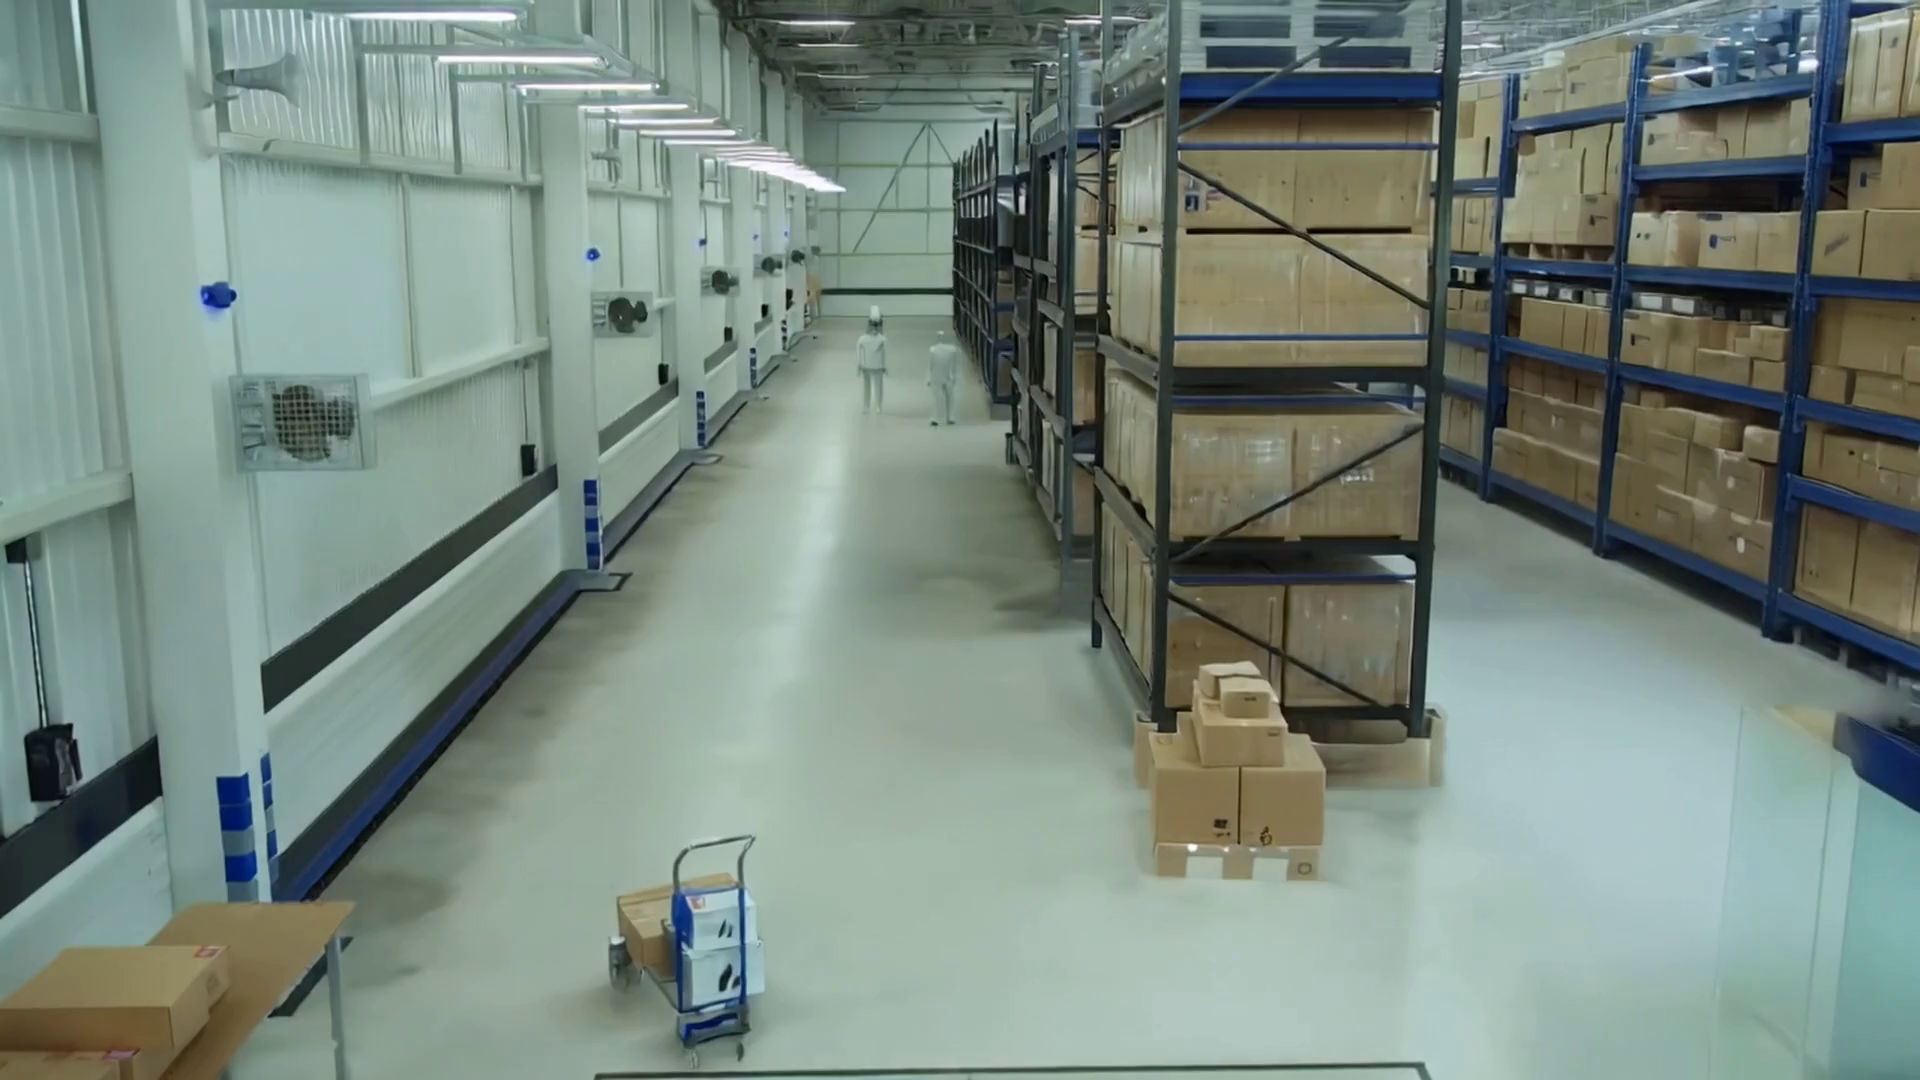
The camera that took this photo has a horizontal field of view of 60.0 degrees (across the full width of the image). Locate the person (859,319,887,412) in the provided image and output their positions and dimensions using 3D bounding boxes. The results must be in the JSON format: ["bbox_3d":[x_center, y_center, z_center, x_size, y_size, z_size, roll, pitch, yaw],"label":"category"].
[{"bbox_3d":[-1.861,-3.723,35.556,0.613,1.988,0.403,1,11,3],"label":"person"}]

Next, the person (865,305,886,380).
[{"bbox_3d":[-2.183,-5.081,42.830,0.593,1.910,0.390,-6,12,-29],"label":"person"}]

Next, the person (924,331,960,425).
[{"bbox_3d":[-0.355,-3.231,33.284,0.707,1.882,0.395,-2,11,-9],"label":"person"}]
